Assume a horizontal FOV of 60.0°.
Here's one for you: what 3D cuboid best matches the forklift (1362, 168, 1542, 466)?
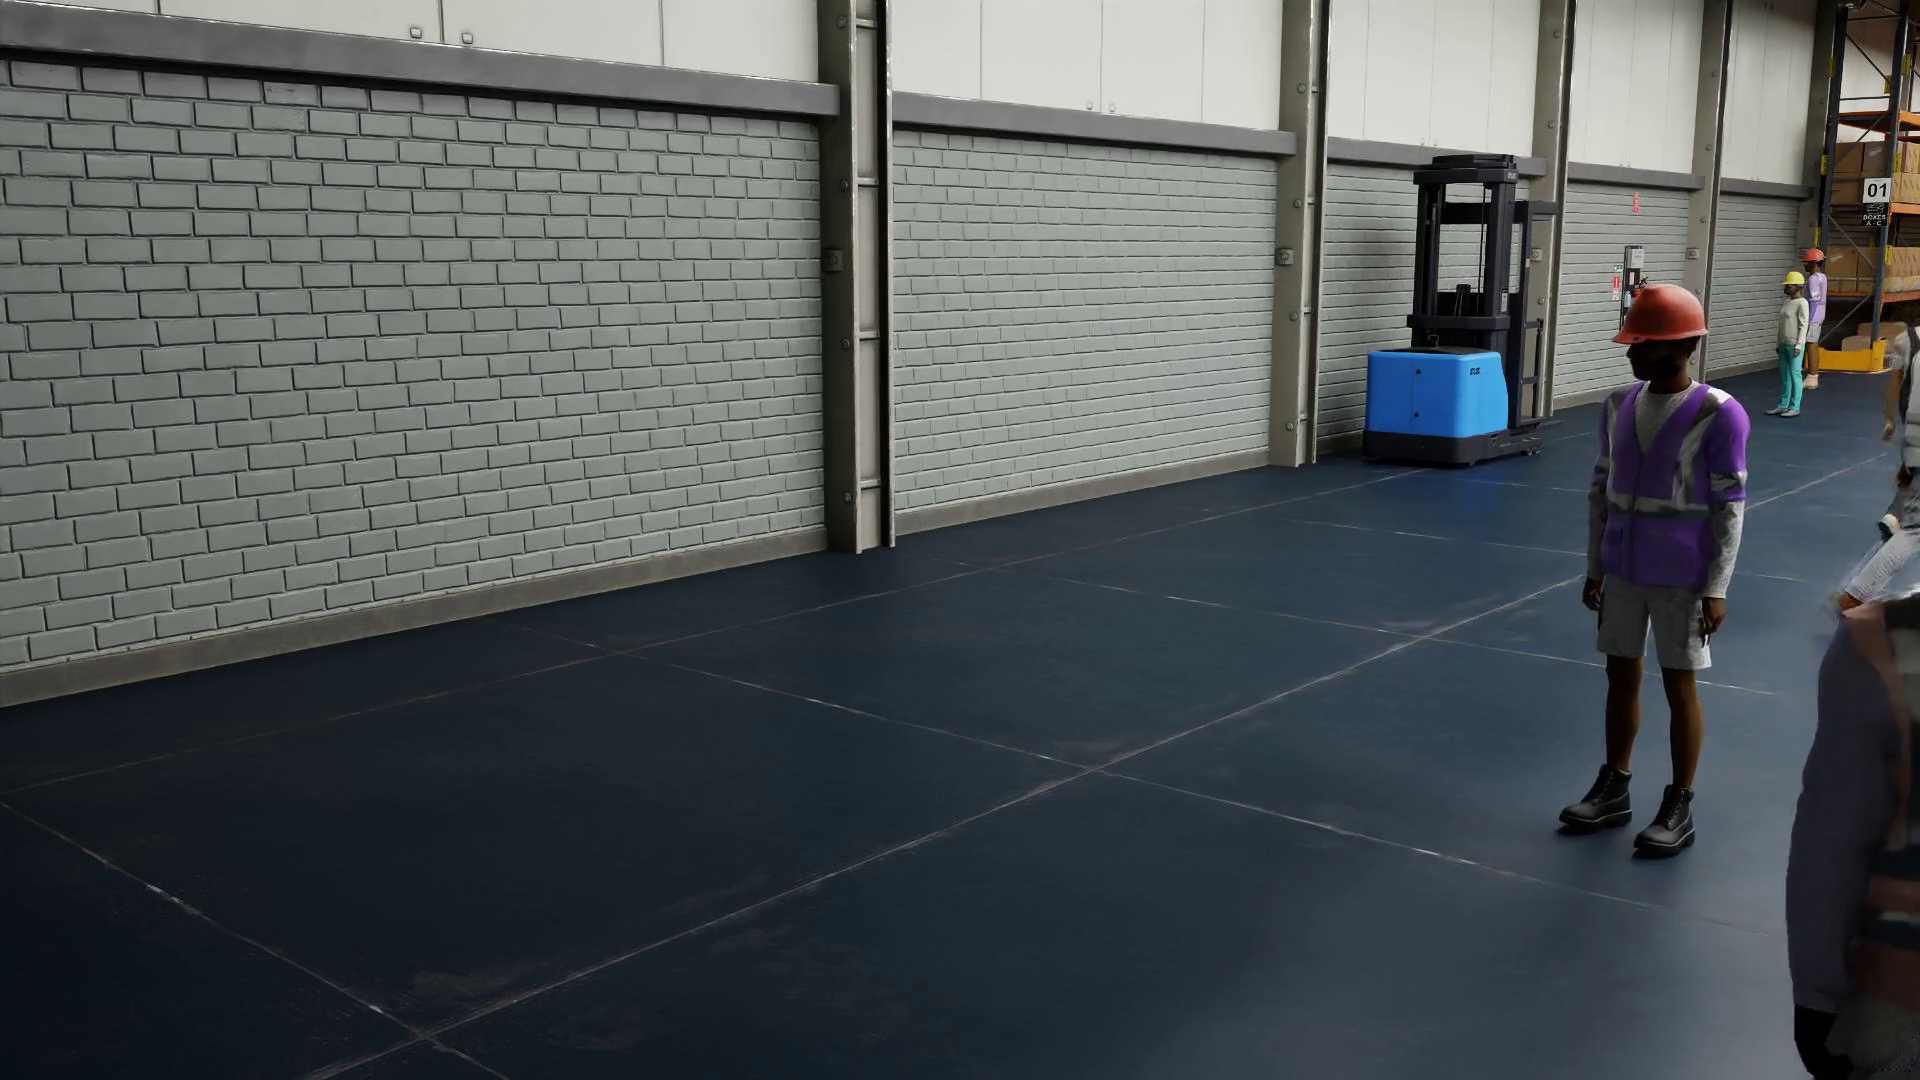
[{"bbox_3d":[4.875,-2.212,16.287,1.129,2.768,1.873,8,13,40],"label":"forklift"}]

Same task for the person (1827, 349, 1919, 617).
[{"bbox_3d":[5.137,-0.426,8.794,0.974,1.910,0.631,1,10,8],"label":"person"}]

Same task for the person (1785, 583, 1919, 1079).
[{"bbox_3d":[1.626,0.699,2.608,0.631,1.823,0.694,1,10,3],"label":"person"}]

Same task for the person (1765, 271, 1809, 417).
[{"bbox_3d":[10.171,-2.396,20.387,0.315,1.769,0.525,0,10,-3],"label":"person"}]

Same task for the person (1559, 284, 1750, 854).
[{"bbox_3d":[2.366,0.101,5.686,0.374,1.934,0.549,-6,12,-32],"label":"person"}]

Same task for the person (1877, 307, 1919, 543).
[{"bbox_3d":[6.639,-0.857,11.511,0.892,1.815,0.506,-6,11,-29],"label":"person"}]

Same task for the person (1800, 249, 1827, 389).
[{"bbox_3d":[12.494,-3.250,24.457,0.393,2.041,0.614,7,12,36],"label":"person"}]
